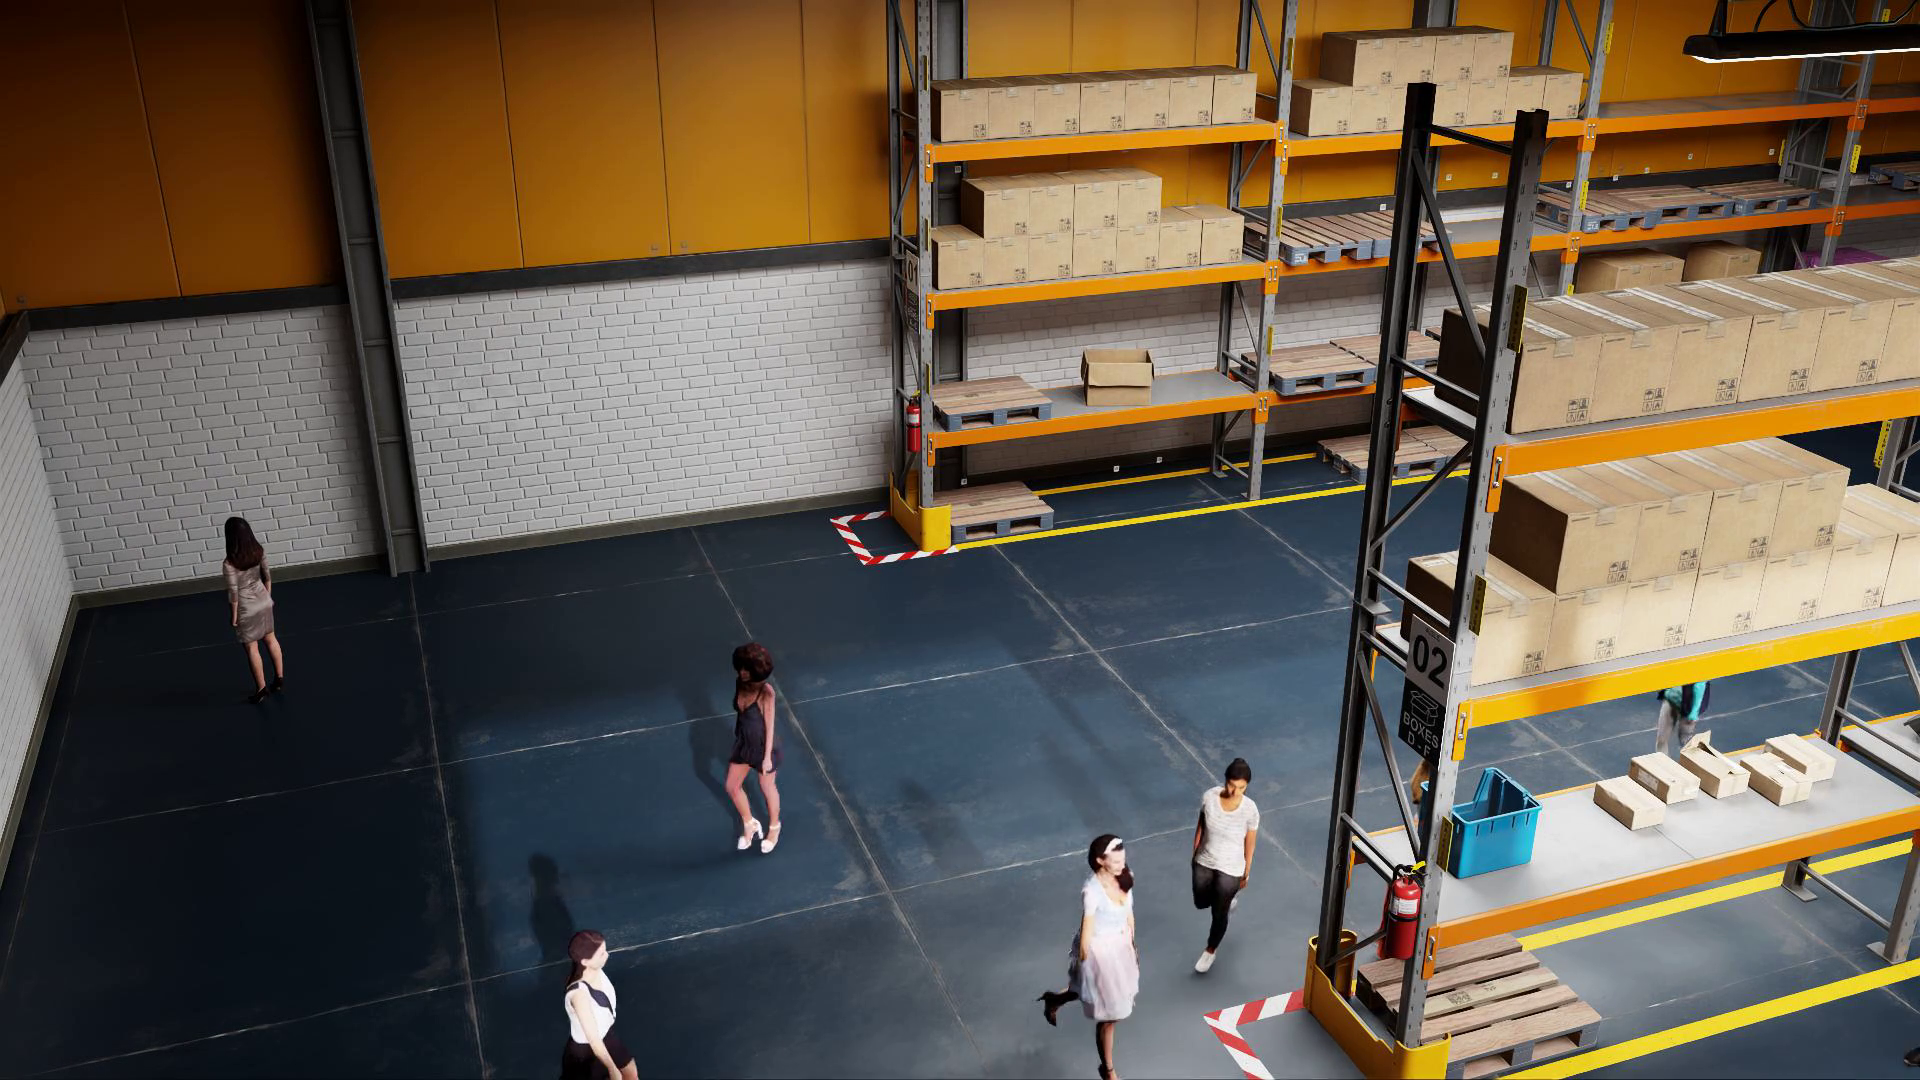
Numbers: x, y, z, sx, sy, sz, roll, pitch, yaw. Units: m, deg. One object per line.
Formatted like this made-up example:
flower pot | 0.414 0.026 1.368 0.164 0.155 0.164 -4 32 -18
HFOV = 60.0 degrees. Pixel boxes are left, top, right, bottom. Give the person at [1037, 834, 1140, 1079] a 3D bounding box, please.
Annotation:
person | 0.801 2.532 10.158 1.044 1.793 1.099 20 31 38

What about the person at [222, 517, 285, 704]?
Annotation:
person | -6.222 0.607 14.621 0.722 1.746 0.655 11 26 24

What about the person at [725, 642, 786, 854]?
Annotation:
person | -1.464 1.535 12.463 0.725 1.774 0.781 17 29 33

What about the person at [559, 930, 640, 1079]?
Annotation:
person | -2.183 2.943 9.449 1.136 1.607 0.833 1 24 1

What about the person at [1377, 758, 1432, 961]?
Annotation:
person | 3.087 2.084 11.173 0.739 1.801 0.713 3 24 7

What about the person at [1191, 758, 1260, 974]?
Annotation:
person | 1.805 2.153 11.242 0.847 1.620 0.936 16 28 32
